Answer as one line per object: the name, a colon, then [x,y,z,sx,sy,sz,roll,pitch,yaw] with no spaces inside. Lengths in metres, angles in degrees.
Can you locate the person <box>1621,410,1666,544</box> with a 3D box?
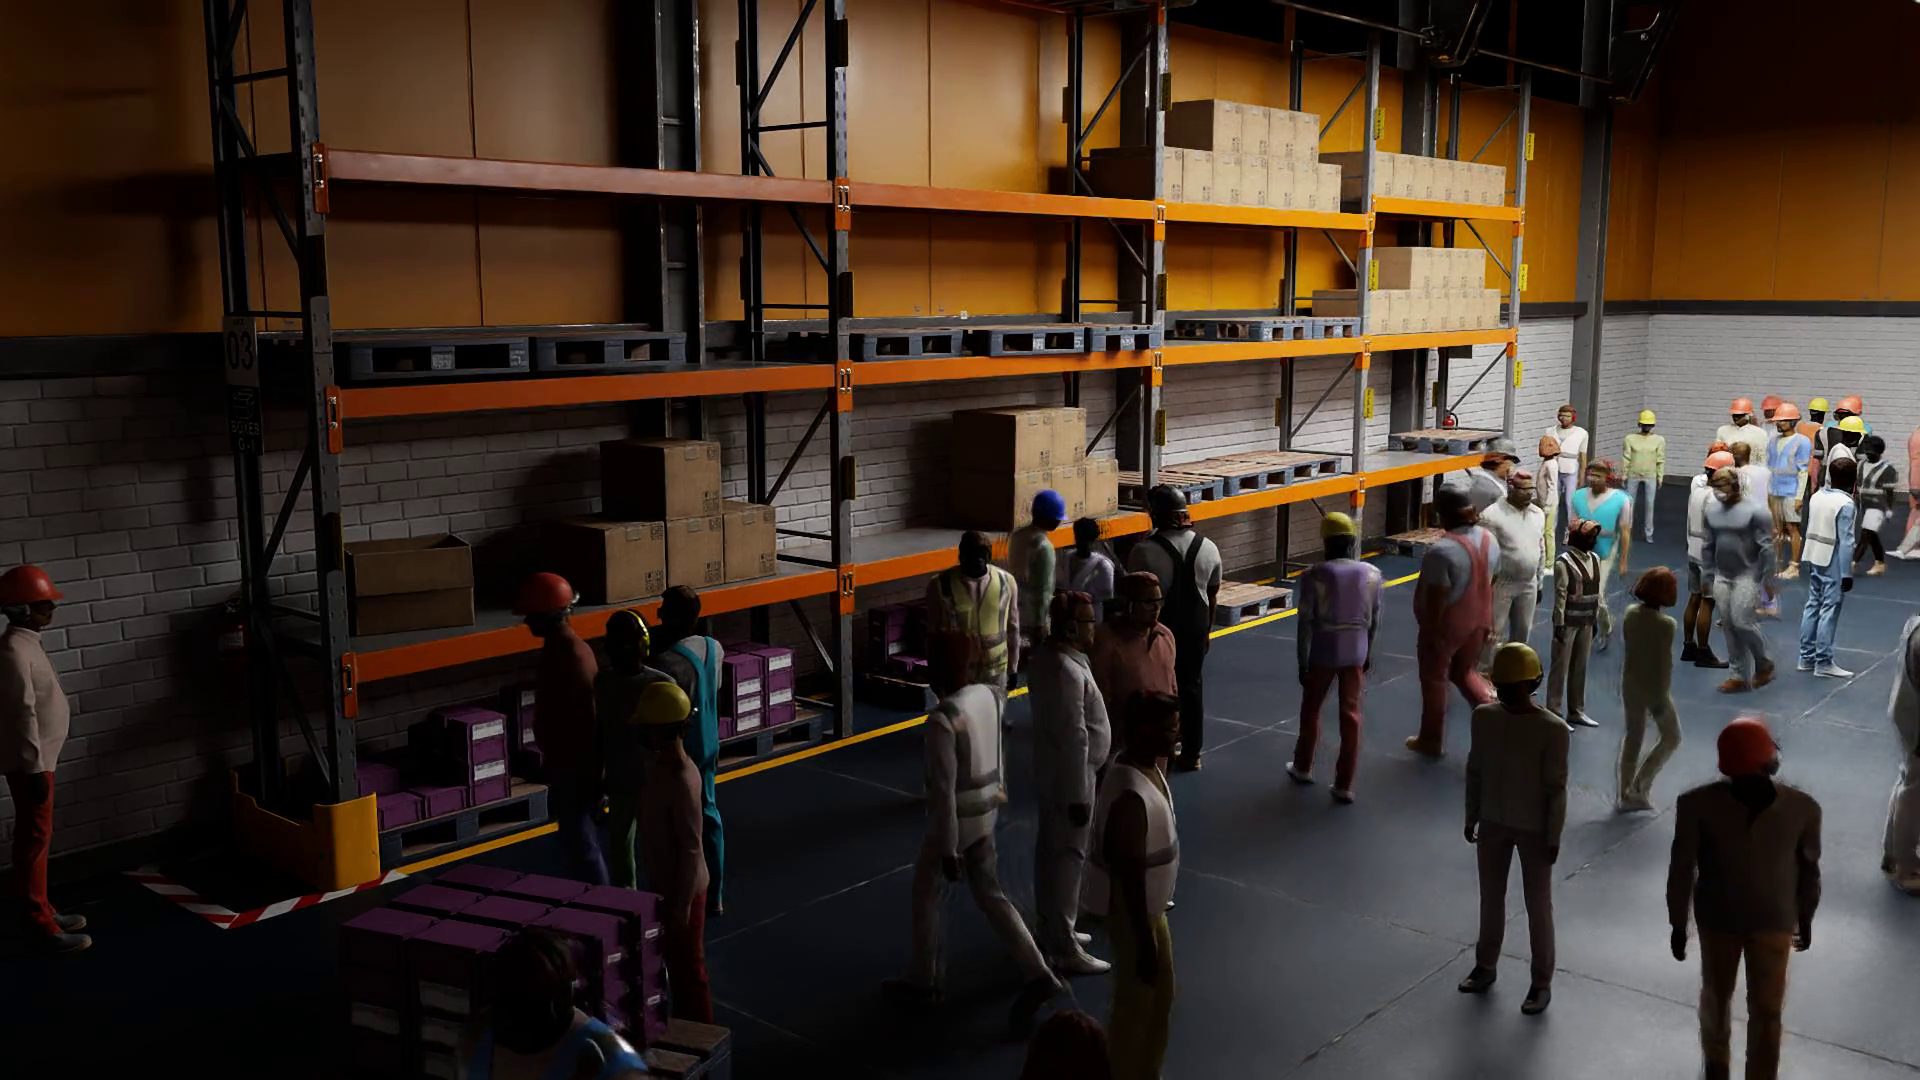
person: [8.955,-0.826,21.819,0.528,1.761,0.340,3,9,20]

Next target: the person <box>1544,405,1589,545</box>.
person: [7.909,-0.852,21.741,0.566,1.836,0.384,9,12,44]

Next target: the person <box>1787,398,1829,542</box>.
person: [11.156,-0.901,21.796,0.387,1.919,0.579,-5,10,-32]

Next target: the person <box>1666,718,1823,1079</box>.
person: [3.180,1.536,6.747,0.586,1.703,0.844,3,9,20]

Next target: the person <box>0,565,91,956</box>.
person: [-4.733,1.117,8.518,0.379,1.996,0.609,-5,10,-28]

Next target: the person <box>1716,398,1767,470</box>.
person: [9.707,-0.778,20.753,0.612,1.991,0.392,7,11,37]

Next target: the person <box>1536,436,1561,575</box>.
person: [6.854,-0.401,19.475,0.284,1.633,0.497,2,9,11]

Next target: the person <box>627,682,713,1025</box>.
person: [-1.223,1.464,7.024,0.311,1.768,0.531,-4,10,-22]

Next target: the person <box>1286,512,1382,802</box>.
person: [2.505,0.754,11.186,0.605,1.888,0.844,-1,9,-7]

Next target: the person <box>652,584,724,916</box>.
person: [-1.455,1.146,8.818,0.345,1.846,0.507,5,10,28]

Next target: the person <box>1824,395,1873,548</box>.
person: [11.389,-0.872,21.386,0.612,1.984,0.401,1,9,7]

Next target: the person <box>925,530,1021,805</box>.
person: [0.088,0.837,10.864,0.629,1.837,0.430,-2,9,-10]

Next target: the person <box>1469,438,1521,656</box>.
person: [4.941,0.037,15.340,0.540,2.000,0.753,6,11,33]

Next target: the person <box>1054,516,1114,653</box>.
person: [1.004,0.610,12.848,0.819,1.666,0.533,-7,11,-40]

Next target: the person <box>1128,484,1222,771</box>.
person: [1.450,0.612,11.629,0.681,2.000,0.535,-3,9,-18]

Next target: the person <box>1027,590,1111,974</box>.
person: [0.552,1.192,8.322,0.407,1.908,0.642,-1,9,-9]

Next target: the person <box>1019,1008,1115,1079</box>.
person: [0.222,1.986,4.190,0.510,1.595,0.815,6,10,32]

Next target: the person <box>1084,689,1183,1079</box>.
person: [0.730,1.489,6.645,0.454,1.841,0.613,2,9,11]

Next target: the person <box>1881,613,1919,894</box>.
person: [5.481,1.074,9.434,0.358,1.812,0.671,3,9,17]

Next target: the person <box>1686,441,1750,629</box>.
person: [7.422,-0.032,16.321,0.584,1.879,0.361,0,9,2]

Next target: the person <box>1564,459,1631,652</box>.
person: [5.808,0.160,15.221,0.452,1.826,0.595,-6,11,-34]

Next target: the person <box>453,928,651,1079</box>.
person: [-1.077,1.863,4.290,0.640,1.825,0.444,7,11,39]

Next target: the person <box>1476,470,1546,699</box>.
person: [4.558,0.364,13.708,0.644,1.898,0.397,-3,9,-19]

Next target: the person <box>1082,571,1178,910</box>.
person: [0.945,1.104,8.934,0.636,1.899,0.401,-7,11,-37]

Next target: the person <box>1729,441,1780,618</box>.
person: [8.095,-0.109,17.071,0.509,1.786,0.821,-5,10,-28]

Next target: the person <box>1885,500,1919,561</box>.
person: [11.751,-0.476,20.082,0.831,1.593,0.505,3,9,17]

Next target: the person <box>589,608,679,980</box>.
person: [-1.584,1.246,8.121,0.526,1.863,0.322,4,10,25]

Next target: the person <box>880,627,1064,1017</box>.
person: [0.053,1.315,7.719,0.874,1.852,0.556,6,11,34]

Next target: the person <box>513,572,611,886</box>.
person: [-2.011,1.141,8.435,0.427,1.984,0.648,-5,10,-29]

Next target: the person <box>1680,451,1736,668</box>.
person: [6.699,0.171,14.839,0.375,1.927,0.543,0,9,0]

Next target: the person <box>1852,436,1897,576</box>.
person: [10.479,-0.381,19.257,0.796,1.653,0.549,-2,9,-11]

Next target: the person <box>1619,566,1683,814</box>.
person: [4.436,0.967,10.697,0.357,1.620,0.501,-3,9,-17]

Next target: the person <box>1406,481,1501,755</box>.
person: [3.564,0.567,11.924,0.694,2.000,0.680,-6,10,-32]

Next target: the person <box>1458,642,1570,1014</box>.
person: [2.606,1.341,7.854,0.349,1.759,0.520,-8,12,-41]

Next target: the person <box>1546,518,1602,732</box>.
person: [4.713,0.645,12.740,0.514,1.634,0.313,-6,11,-34]

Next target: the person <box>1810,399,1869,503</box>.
person: [10.607,-0.690,20.072,0.613,2.031,0.402,6,11,33]

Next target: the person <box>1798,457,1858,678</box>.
person: [7.570,0.228,14.499,0.373,1.917,0.594,0,9,-1]

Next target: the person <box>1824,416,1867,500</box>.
person: [10.011,-0.450,18.875,0.397,1.920,0.586,5,10,30]

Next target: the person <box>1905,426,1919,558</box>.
person: [12.031,-0.719,20.685,0.656,1.898,0.396,-6,11,-35]

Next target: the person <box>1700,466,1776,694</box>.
person: [6.491,0.329,13.880,0.474,1.907,0.678,-4,10,-25]

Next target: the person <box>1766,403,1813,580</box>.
person: [9.512,-0.557,19.212,0.399,2.040,0.608,-2,9,-15]
